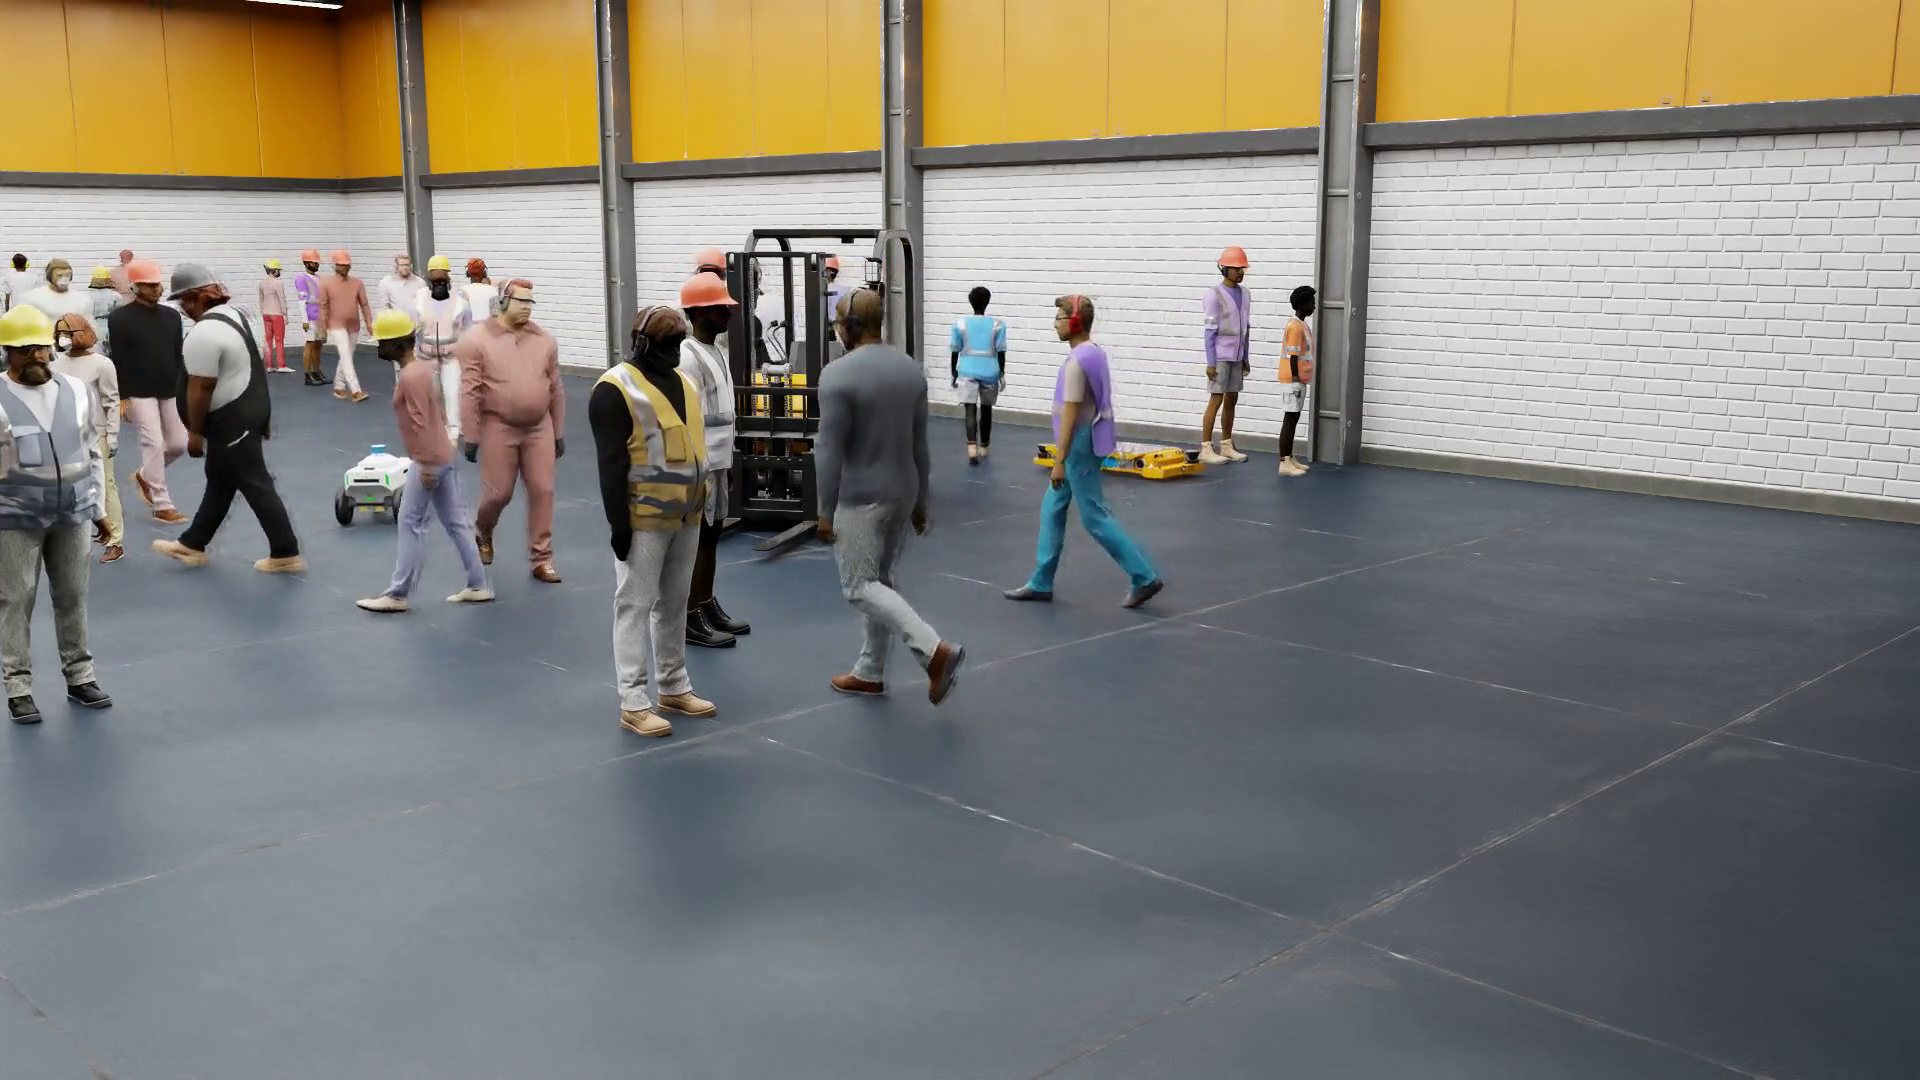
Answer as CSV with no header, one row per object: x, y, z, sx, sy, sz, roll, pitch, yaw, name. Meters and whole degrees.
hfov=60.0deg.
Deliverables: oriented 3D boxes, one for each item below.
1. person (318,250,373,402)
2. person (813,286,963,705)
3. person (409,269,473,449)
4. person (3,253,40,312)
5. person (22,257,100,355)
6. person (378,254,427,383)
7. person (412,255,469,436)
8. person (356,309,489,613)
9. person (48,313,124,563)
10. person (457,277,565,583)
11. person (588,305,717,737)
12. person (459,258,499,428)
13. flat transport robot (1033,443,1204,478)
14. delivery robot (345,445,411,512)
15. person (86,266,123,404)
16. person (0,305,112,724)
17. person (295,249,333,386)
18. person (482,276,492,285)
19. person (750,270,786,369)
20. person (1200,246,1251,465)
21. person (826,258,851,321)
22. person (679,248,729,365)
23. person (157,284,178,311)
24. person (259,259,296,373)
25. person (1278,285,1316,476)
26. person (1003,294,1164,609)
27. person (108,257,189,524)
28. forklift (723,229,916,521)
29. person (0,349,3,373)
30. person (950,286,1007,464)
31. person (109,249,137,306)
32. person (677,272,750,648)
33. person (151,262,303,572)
-7.910,-2.756,21.456,1.051,1.940,0.629,10,14,42,person
-0.302,-0.170,7.436,0.757,1.911,0.648,8,13,37,person
-5.259,-1.856,16.933,0.612,1.806,0.929,-1,10,-7,person
-14.017,-3.351,24.919,0.521,1.861,0.320,-5,12,-27,person
-8.464,-1.705,15.746,0.429,1.925,0.646,8,13,38,person
-7.278,-2.797,21.871,0.660,1.877,0.854,-5,12,-26,person
-5.465,-2.040,17.589,0.589,1.924,0.384,-5,11,-25,person
-3.062,-0.442,9.461,0.752,1.726,0.542,-2,11,-12,person
-5.730,-0.664,10.876,0.503,1.633,0.280,1,10,8,person
-2.767,-0.684,10.310,0.666,1.879,0.714,-7,13,-35,person
-1.296,-0.091,7.203,0.429,1.838,0.621,6,12,28,person
-5.277,-2.152,18.308,0.573,1.883,0.355,-3,11,-14,person
1.425,-0.751,15.069,1.431,0.197,0.652,9,14,40,flat transport robot
-4.359,-0.472,12.495,0.477,0.478,0.707,0,11,-4,delivery robot
-10.823,-2.591,21.086,0.487,1.744,0.297,-3,11,-16,person
-4.061,-0.119,7.362,0.403,1.831,0.596,8,13,38,person
-9.201,-3.172,23.720,0.362,1.935,0.553,1,10,8,person
-5.997,-2.536,21.085,0.497,1.632,0.289,-2,11,-13,person
-1.941,-1.663,15.679,1.004,1.859,0.598,2,11,9,person
2.516,-1.714,15.535,0.608,2.035,0.420,-9,14,-41,person
-1.427,-2.141,18.152,0.399,1.911,0.642,9,14,40,person
-2.018,-1.418,13.920,0.655,2.020,0.634,2,11,13,person
-9.149,-2.147,18.991,0.519,1.623,0.377,-2,11,-11,person
-10.663,-3.482,25.894,0.523,1.763,0.329,5,12,27,person
3.003,-1.417,14.830,0.317,1.693,0.535,4,11,18,person
0.731,-0.497,9.495,0.918,1.810,0.583,2,11,11,person
-6.053,-1.111,12.386,0.640,1.972,0.621,6,12,28,person
-1.050,-1.319,12.920,1.214,2.155,2.313,2,11,13,forklift
-11.002,-2.174,18.601,0.716,1.821,0.510,0,10,-2,person
0.173,-1.556,15.677,0.539,1.660,0.851,0,10,-2,person
-13.481,-3.768,27.078,0.638,1.903,0.408,-4,11,-19,person
-1.308,-0.416,8.683,0.354,1.942,0.545,2,11,9,person
-4.662,-0.790,10.454,0.976,2.000,0.728,-1,10,-6,person
